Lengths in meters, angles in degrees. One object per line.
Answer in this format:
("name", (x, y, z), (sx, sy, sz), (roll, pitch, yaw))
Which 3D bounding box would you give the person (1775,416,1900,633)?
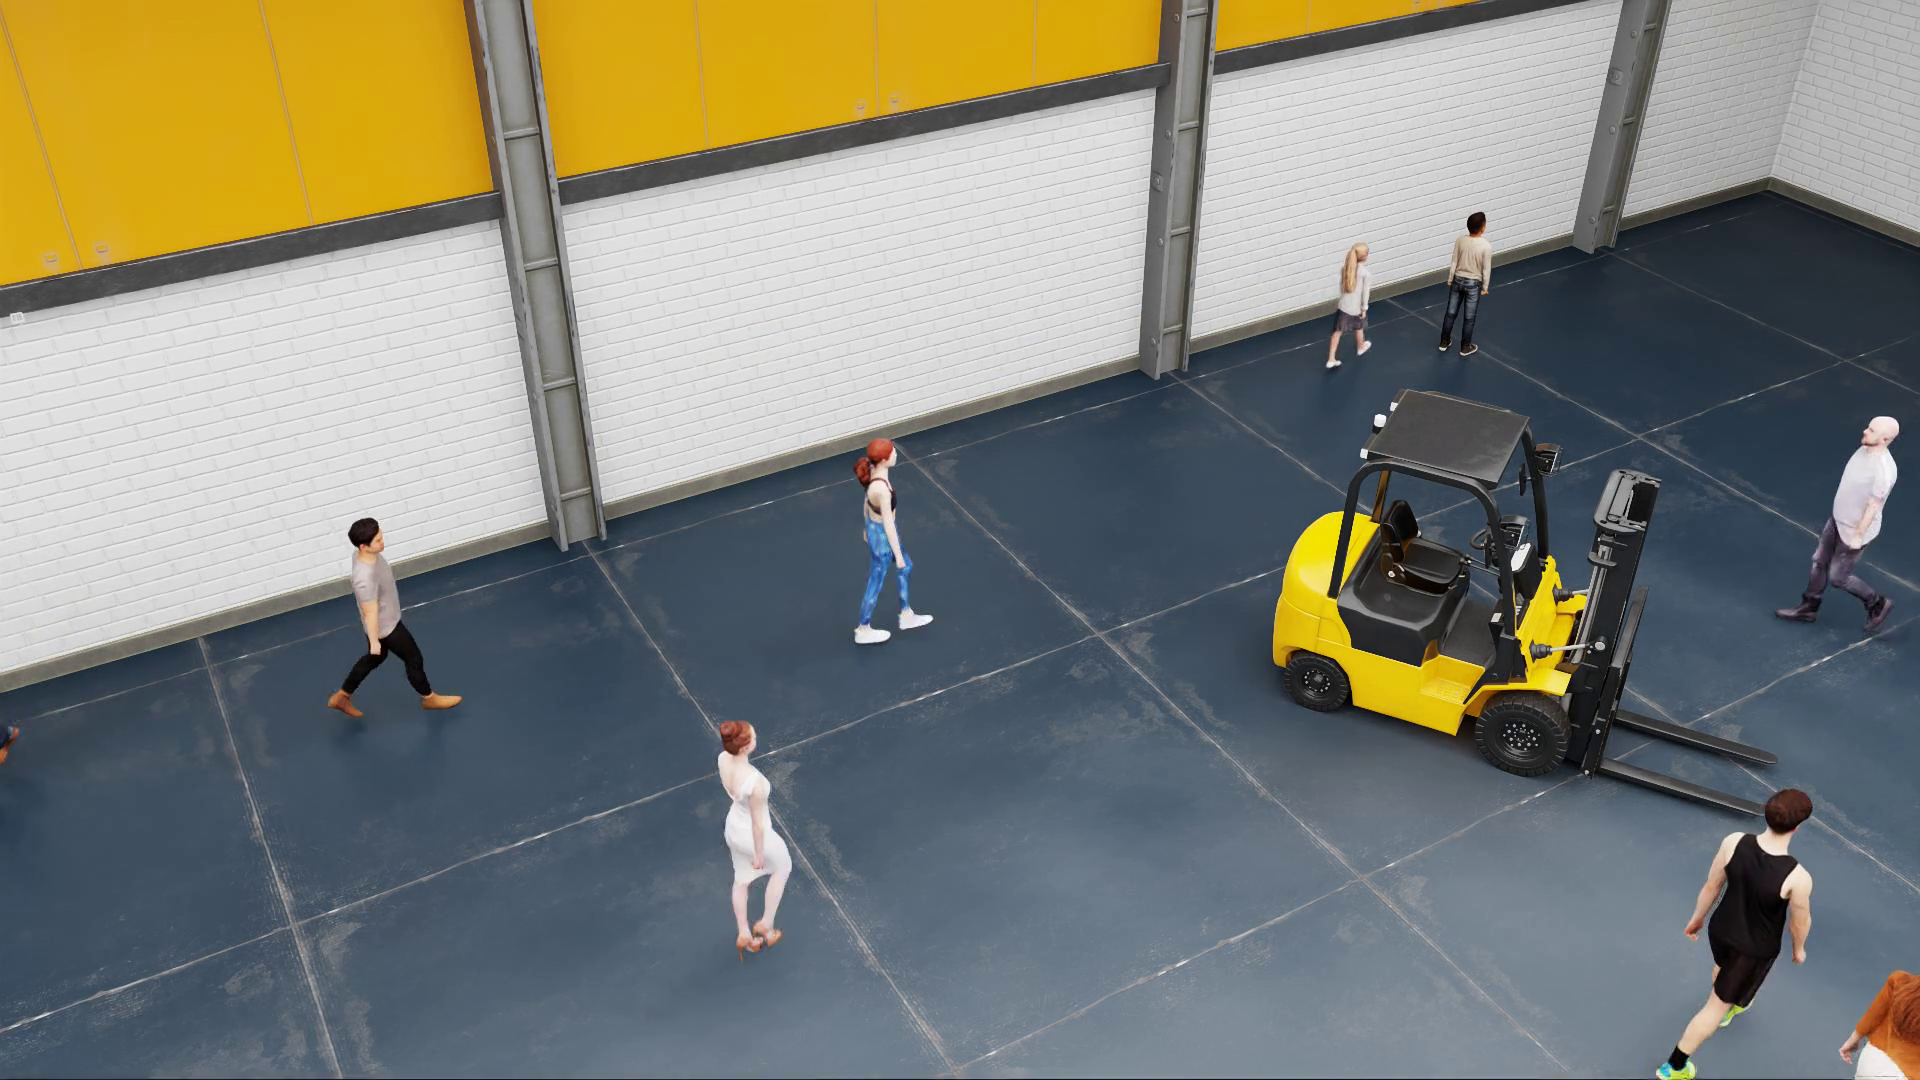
("person", (6.730, -0.085, 12.367), (1.119, 1.815, 1.014), (5, 34, 7))

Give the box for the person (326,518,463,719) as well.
("person", (-4.077, 0.582, 11.482), (1.184, 1.685, 0.778), (-11, 35, -16))

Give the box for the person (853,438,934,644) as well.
("person", (-0.659, 0.044, 12.217), (0.931, 1.766, 0.739), (-8, 34, -11))

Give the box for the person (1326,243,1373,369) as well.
("person", (3.758, -2.244, 16.135), (0.702, 1.240, 0.958), (27, 42, 34))

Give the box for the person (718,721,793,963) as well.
("person", (-1.293, 1.767, 9.613), (0.693, 1.780, 0.651), (-28, 43, -35))

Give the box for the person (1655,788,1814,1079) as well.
("person", (4.159, 2.177, 8.932), (1.155, 1.851, 0.661), (-19, 38, -26))

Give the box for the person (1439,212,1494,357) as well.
("person", (4.980, -2.527, 16.358), (0.631, 1.464, 0.626), (21, 39, 29))
